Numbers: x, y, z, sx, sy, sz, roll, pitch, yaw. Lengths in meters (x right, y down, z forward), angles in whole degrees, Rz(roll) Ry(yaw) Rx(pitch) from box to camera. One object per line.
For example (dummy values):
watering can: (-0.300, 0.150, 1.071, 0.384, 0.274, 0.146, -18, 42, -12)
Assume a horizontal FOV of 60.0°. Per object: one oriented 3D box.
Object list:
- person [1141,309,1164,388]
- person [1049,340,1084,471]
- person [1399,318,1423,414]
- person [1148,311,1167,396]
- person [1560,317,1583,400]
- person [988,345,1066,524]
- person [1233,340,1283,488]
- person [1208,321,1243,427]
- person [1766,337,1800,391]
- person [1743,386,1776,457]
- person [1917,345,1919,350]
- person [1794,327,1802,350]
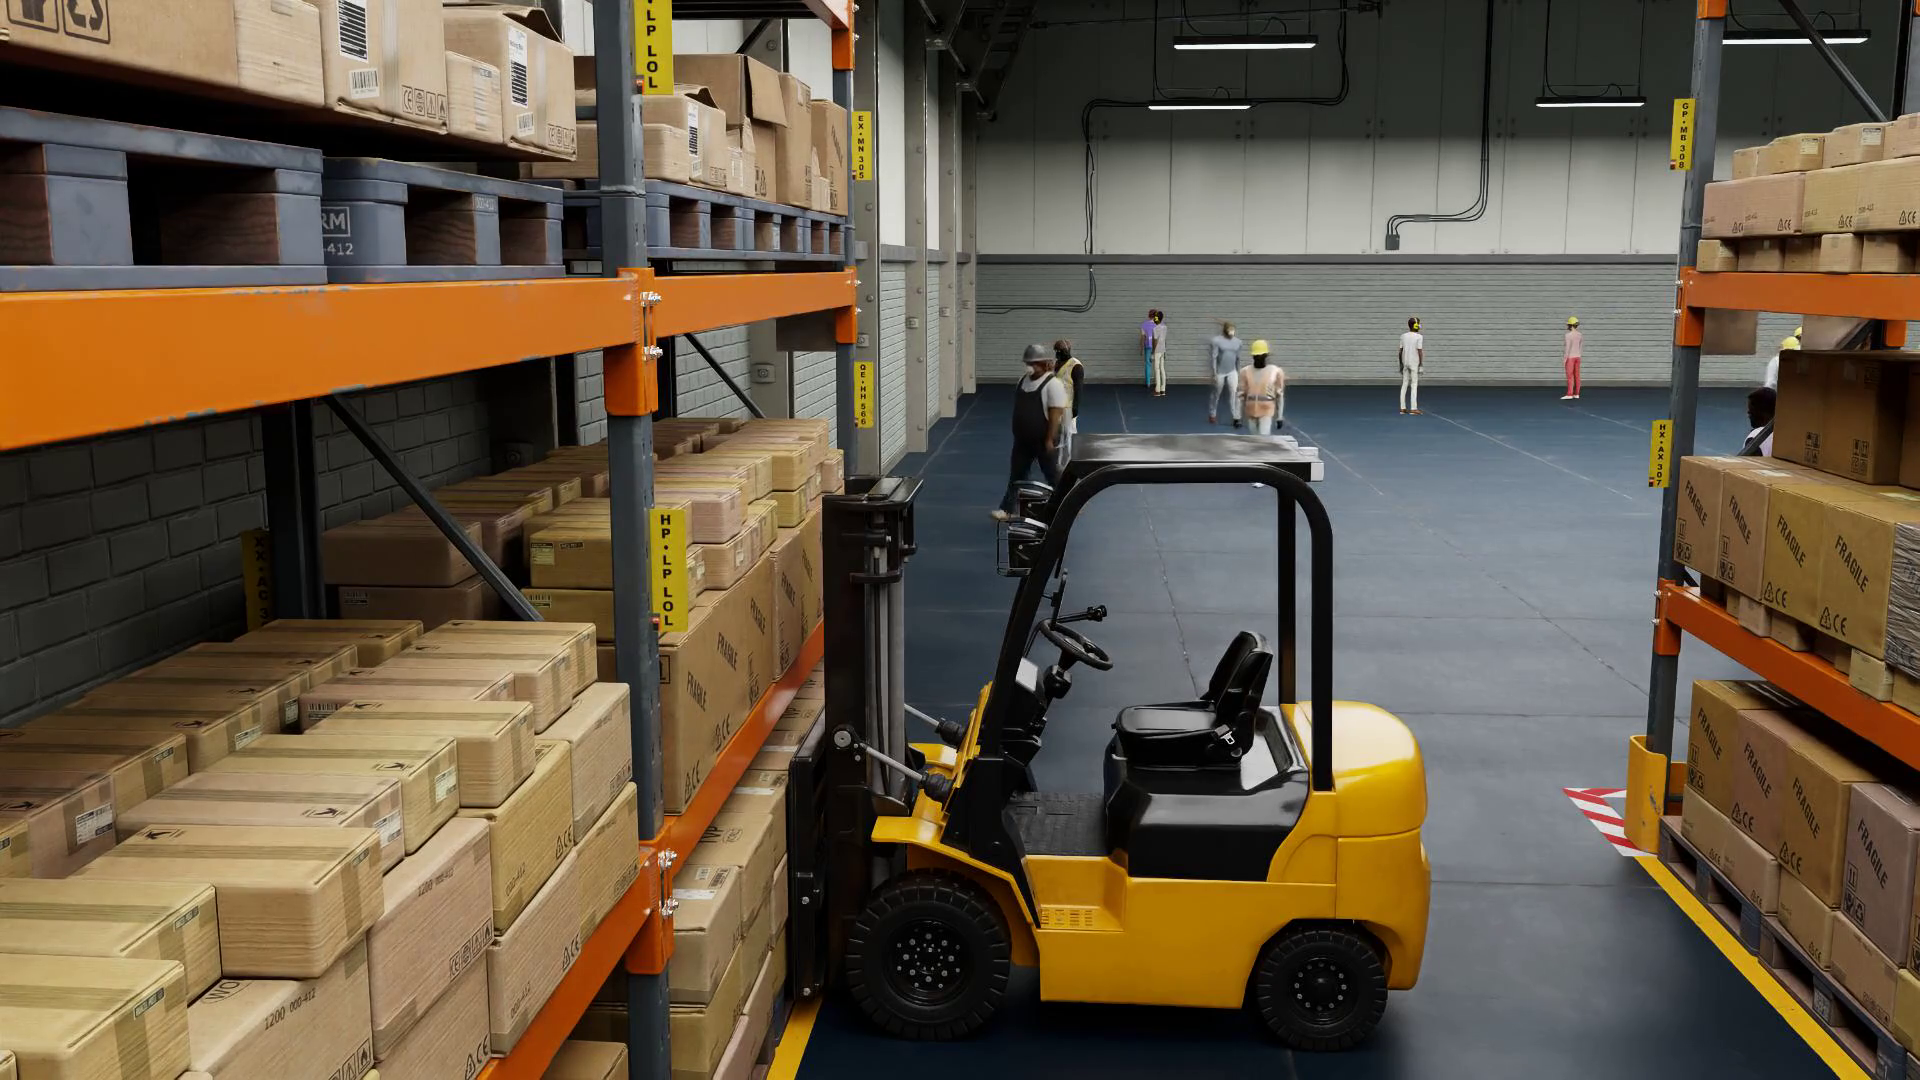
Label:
person: (4.524, -4.501, 39.103, 0.564, 1.846, 0.391, 0, 9, -3)
person: (1.433, -1.876, 23.236, 0.429, 1.838, 0.622, -8, 12, -39)
person: (8.725, -3.363, 32.161, 0.323, 1.862, 0.518, -8, 12, -40)
person: (4.369, -4.121, 36.724, 0.329, 1.874, 0.507, 7, 12, 38)
person: (13.096, -3.886, 35.617, 0.526, 1.769, 0.329, -6, 11, -31)
person: (0.767, -1.159, 18.267, 0.976, 2.000, 0.709, -9, 13, -44)
person: (3.821, -1.618, 21.457, 0.605, 1.893, 0.798, 5, 11, 27)
person: (4.768, -2.999, 29.913, 0.647, 1.892, 1.034, -2, 10, -13)
person: (12.680, -2.260, 25.725, 0.621, 1.791, 0.806, -2, 10, -15)
person: (6.332, -0.252, 13.145, 0.593, 1.918, 0.391, -9, 13, -43)
person: (14.091, -2.018, 24.335, 0.551, 1.745, 0.447, -6, 11, -33)
person: (14.917, -2.896, 29.626, 0.525, 1.769, 0.308, 1, 9, 9)
